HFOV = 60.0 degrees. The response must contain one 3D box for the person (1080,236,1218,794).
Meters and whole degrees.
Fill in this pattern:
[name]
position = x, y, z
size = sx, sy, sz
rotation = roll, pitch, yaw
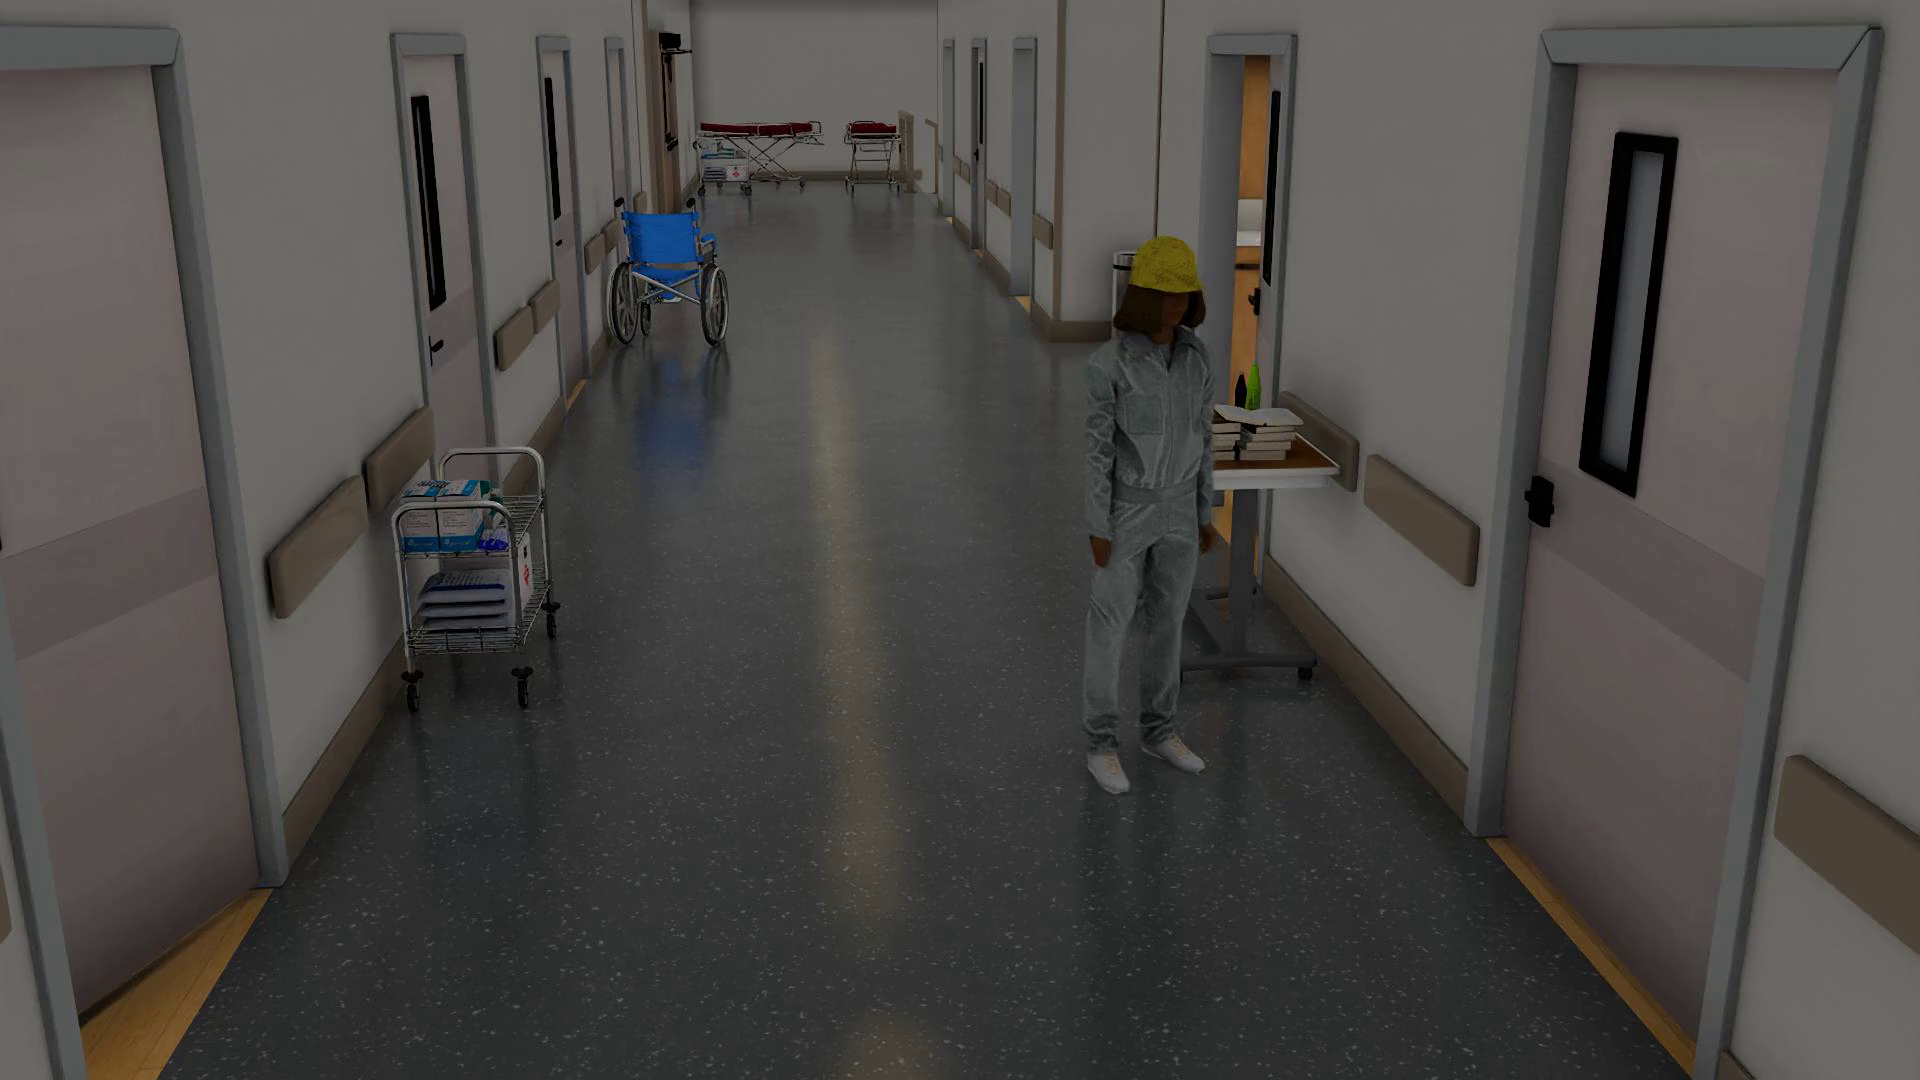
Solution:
[person]
position = 0.604, -0.072, 5.202
size = 0.488, 1.742, 0.306
rotation = -9, 19, -29
